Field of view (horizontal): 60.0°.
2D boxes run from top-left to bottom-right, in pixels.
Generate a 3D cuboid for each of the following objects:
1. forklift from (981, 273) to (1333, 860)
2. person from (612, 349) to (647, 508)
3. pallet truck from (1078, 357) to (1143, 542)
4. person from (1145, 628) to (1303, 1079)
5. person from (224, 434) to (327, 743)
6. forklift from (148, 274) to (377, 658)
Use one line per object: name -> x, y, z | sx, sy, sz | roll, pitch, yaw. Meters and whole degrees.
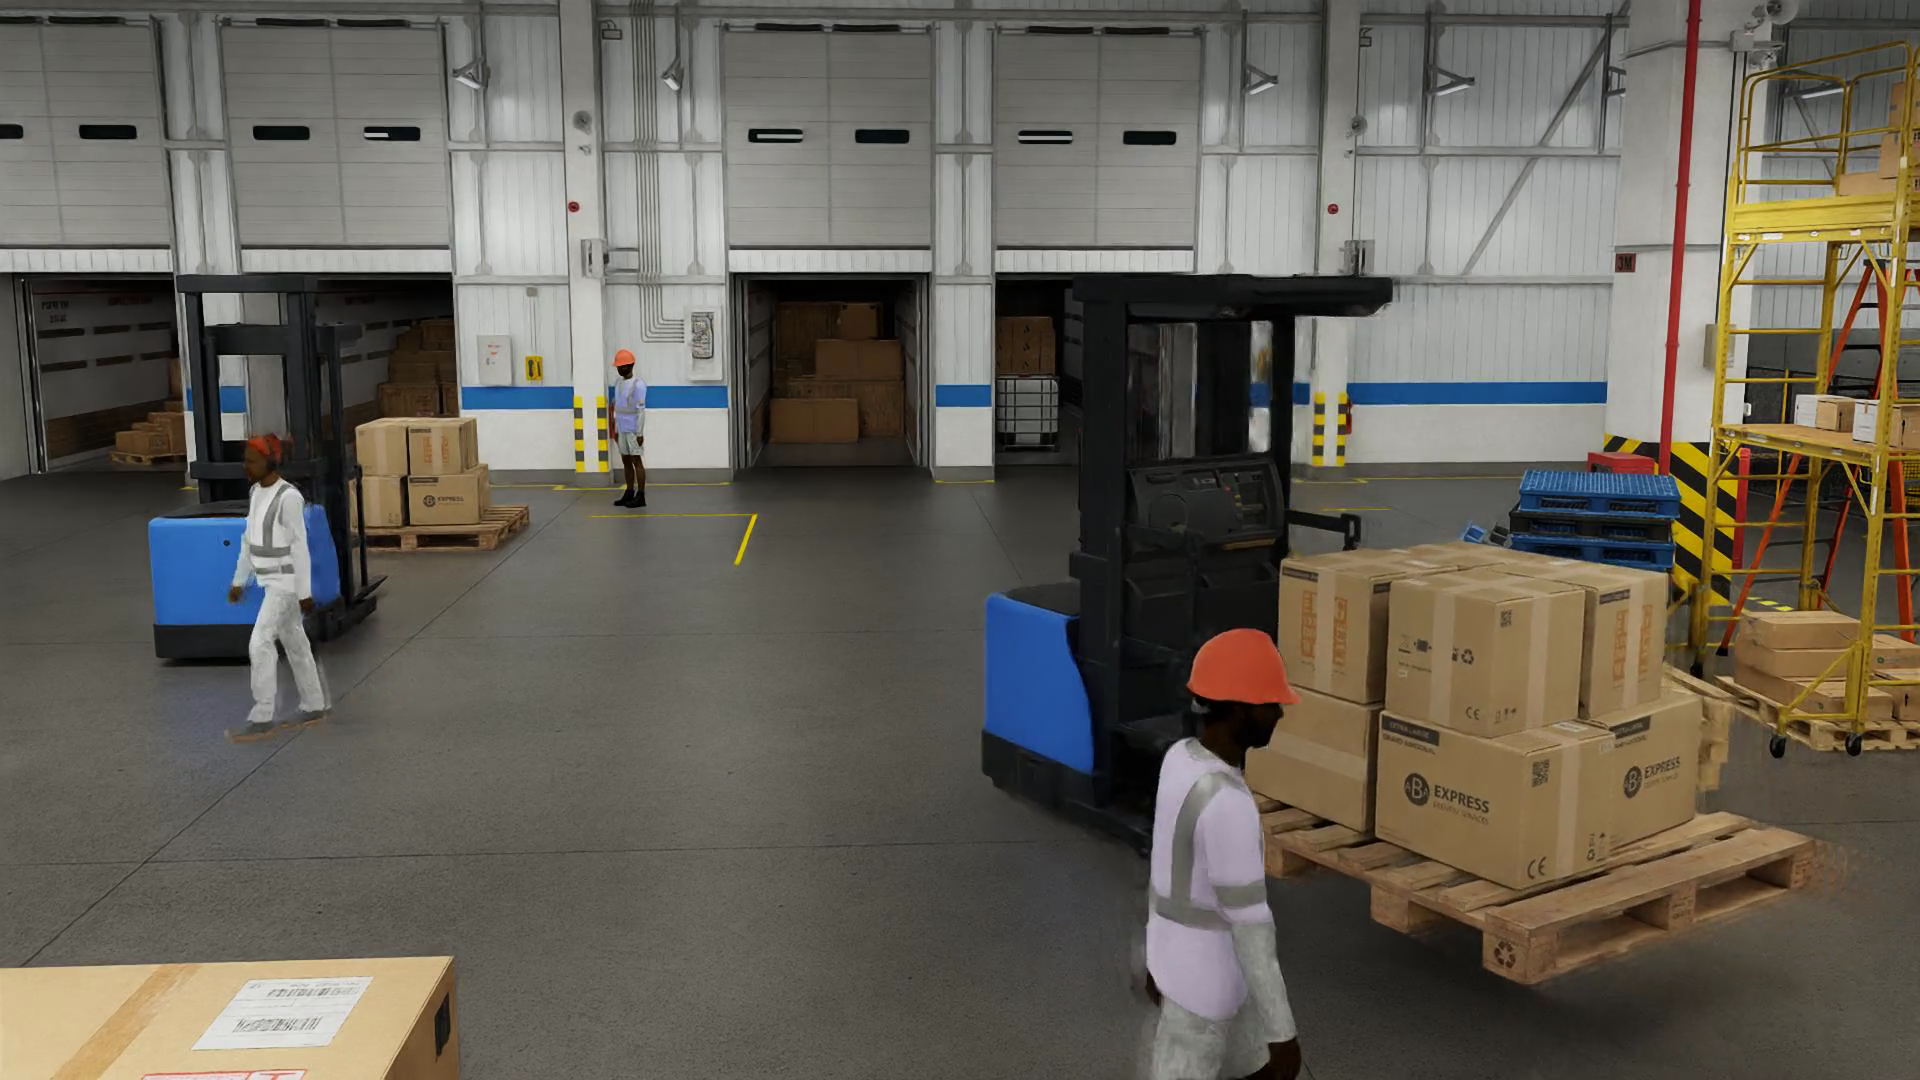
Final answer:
forklift -> 1.022, 0.034, 8.536 | 1.129, 2.768, 1.873 | -6, 11, -32
person -> -4.038, -1.352, 20.230 | 0.543, 1.929, 0.384 | 9, 13, 44
pallet truck -> 2.088, -0.836, 16.757 | 1.885, 1.965, 0.823 | 2, 9, 13
person -> 0.769, 1.171, 4.502 | 1.000, 1.881, 0.574 | 0, 9, -2
person -> -4.275, 0.288, 10.162 | 0.790, 1.855, 0.578 | -7, 11, -37
forklift -> -5.348, -0.627, 12.681 | 1.129, 2.768, 1.873 | -1, 9, -4
